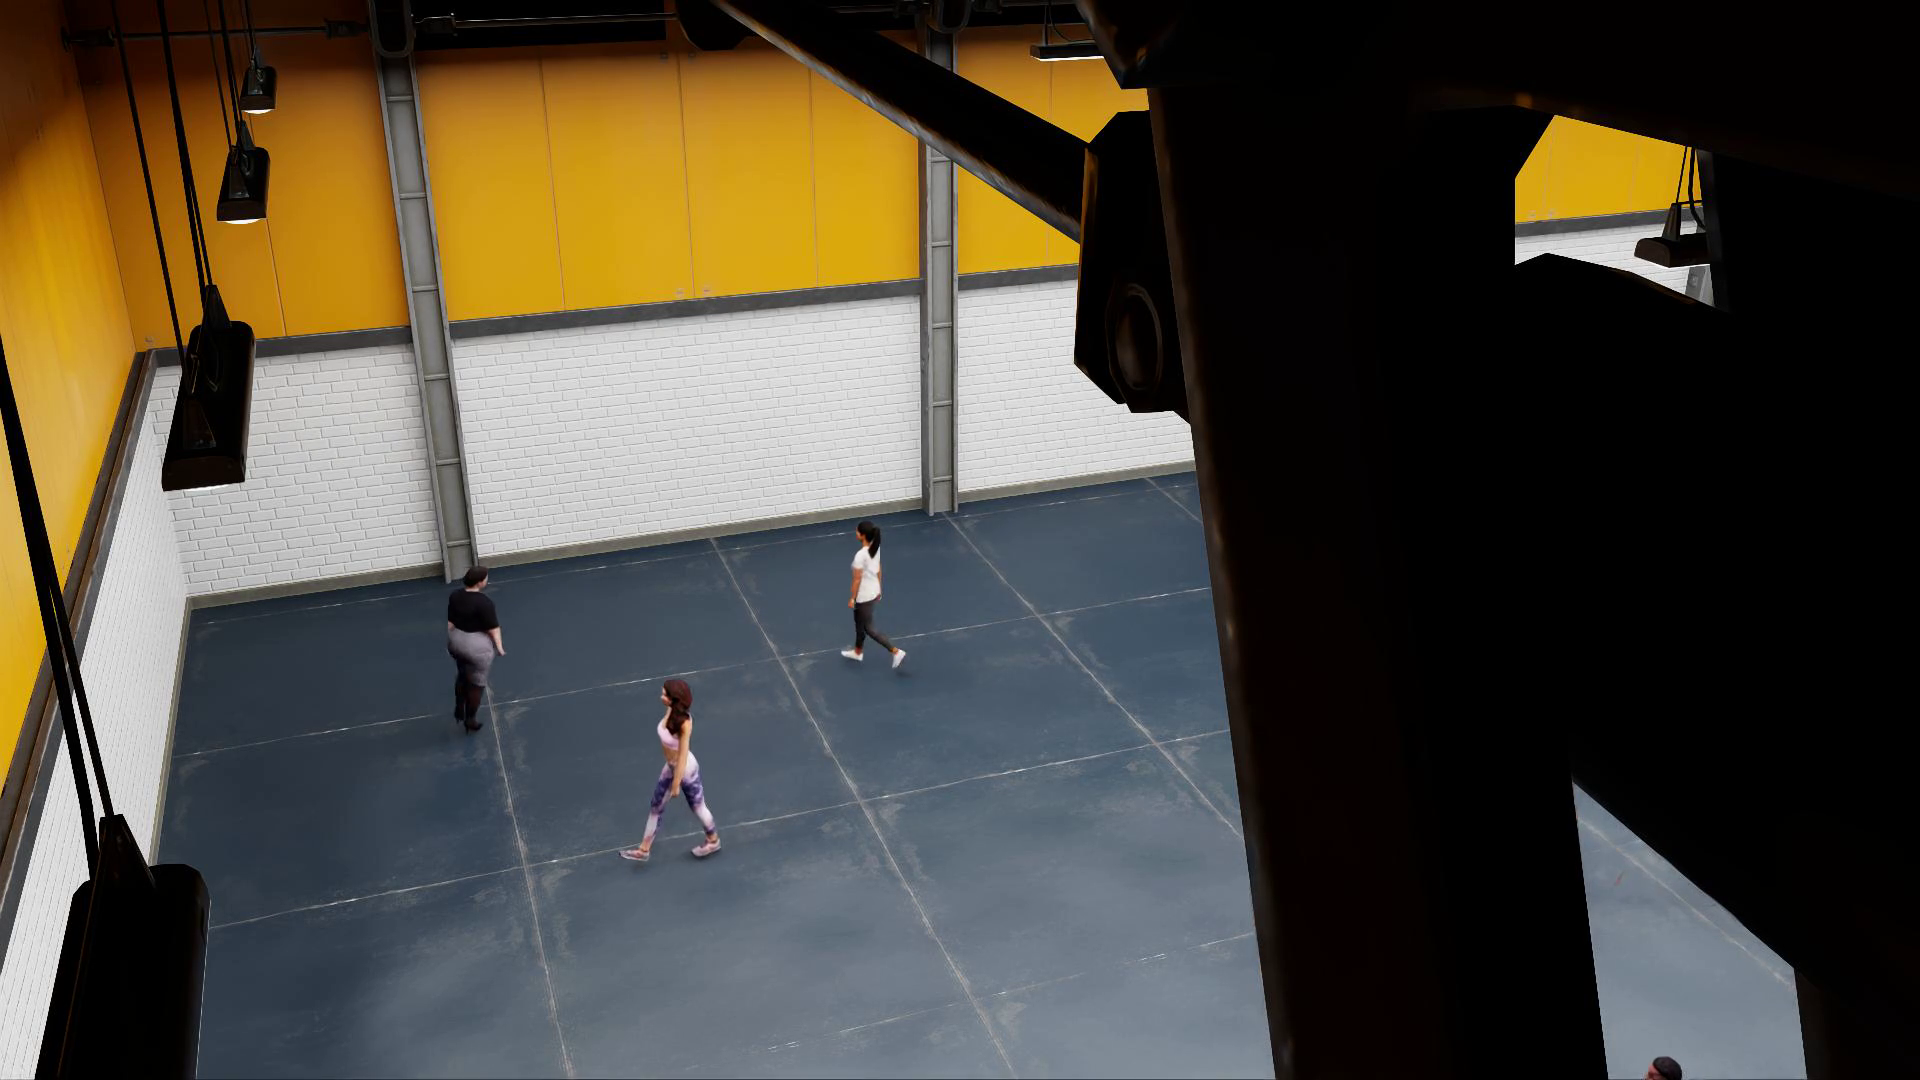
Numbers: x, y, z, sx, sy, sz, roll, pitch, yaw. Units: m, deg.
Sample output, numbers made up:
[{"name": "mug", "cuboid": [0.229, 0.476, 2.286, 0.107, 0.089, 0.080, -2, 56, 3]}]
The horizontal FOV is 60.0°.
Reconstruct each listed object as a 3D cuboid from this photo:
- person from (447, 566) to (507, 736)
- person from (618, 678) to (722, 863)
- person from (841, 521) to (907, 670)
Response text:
[{"name": "person", "cuboid": [-4.759, 1.089, 16.054, 0.855, 1.716, 0.916, 5, 24, 11]}, {"name": "person", "cuboid": [-2.265, 1.951, 14.063, 1.136, 1.730, 0.725, -12, 27, -26]}, {"name": "person", "cuboid": [-0.897, 0.598, 17.290, 1.074, 1.625, 1.000, 10, 26, 22]}]
